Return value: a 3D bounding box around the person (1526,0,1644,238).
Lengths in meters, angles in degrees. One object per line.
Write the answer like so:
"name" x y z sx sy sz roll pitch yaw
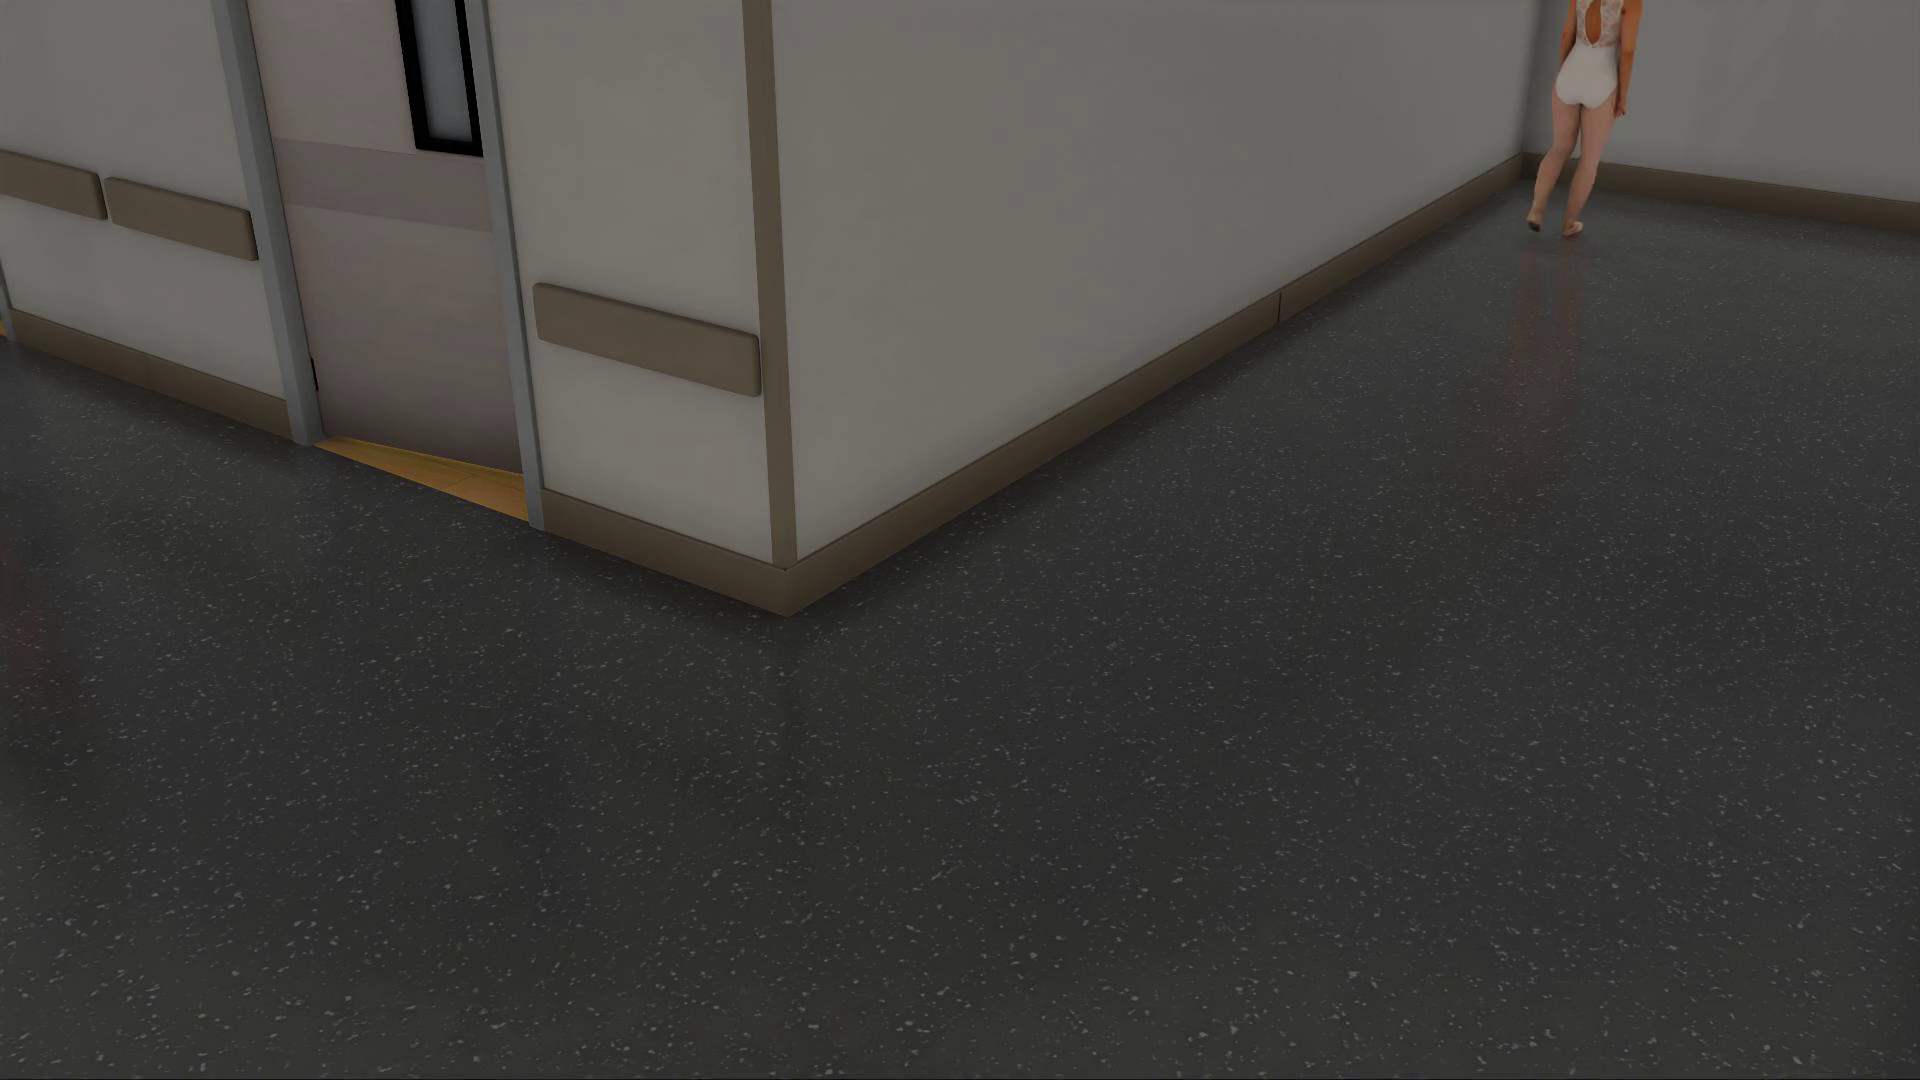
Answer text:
"person" 3.238 -2.312 8.607 0.634 1.611 0.720 18 31 33
